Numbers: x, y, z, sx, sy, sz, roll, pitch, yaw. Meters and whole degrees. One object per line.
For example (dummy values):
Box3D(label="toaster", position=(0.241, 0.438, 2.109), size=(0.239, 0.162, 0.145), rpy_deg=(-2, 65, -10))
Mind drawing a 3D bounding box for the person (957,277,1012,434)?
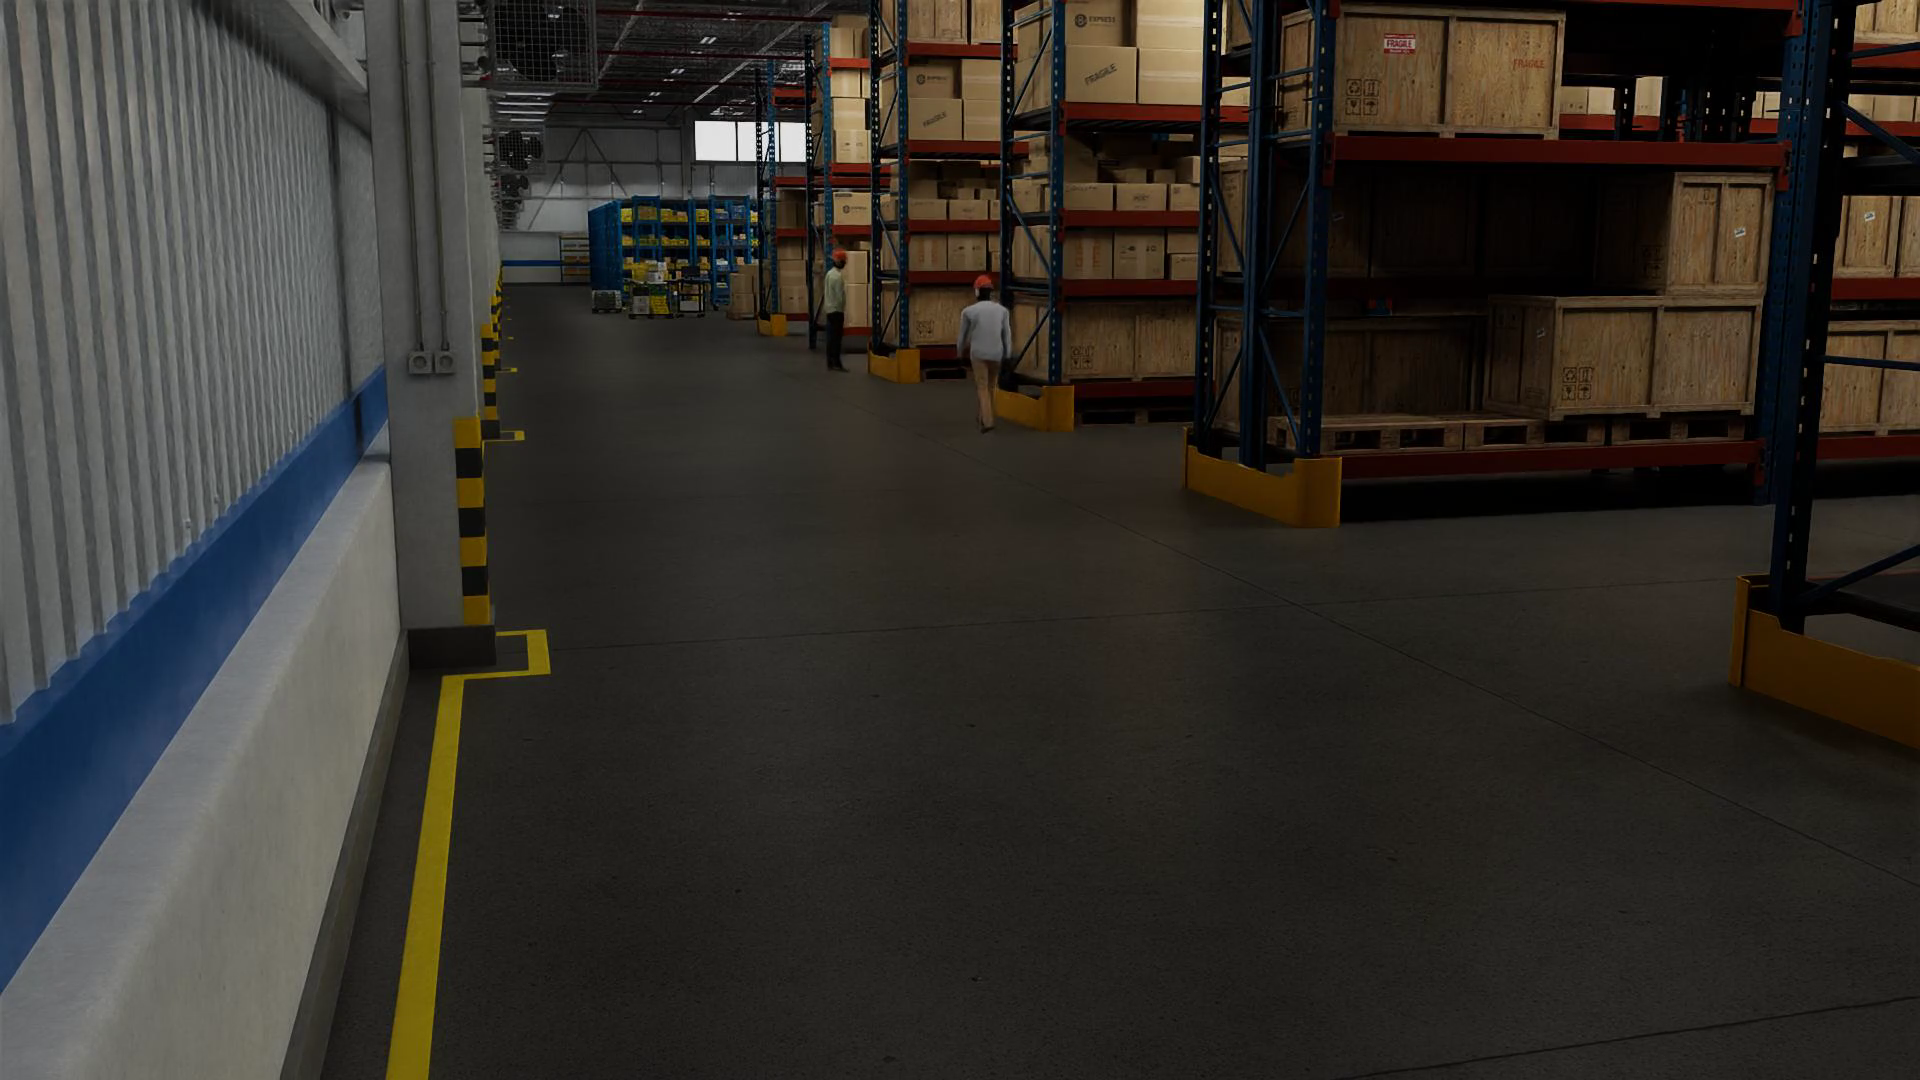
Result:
Box3D(label="person", position=(0.258, -2.021, 18.176), size=(0.570, 1.691, 0.936), rpy_deg=(-3, 11, -19))

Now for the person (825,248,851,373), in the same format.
Box3D(label="person", position=(-1.977, -3.696, 26.812), size=(0.401, 1.989, 0.623), rpy_deg=(-4, 11, -19))

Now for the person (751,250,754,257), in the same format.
Box3D(label="person", position=(-9.119, -11.898, 73.661), size=(0.565, 1.849, 0.389), rpy_deg=(-2, 10, -14))
